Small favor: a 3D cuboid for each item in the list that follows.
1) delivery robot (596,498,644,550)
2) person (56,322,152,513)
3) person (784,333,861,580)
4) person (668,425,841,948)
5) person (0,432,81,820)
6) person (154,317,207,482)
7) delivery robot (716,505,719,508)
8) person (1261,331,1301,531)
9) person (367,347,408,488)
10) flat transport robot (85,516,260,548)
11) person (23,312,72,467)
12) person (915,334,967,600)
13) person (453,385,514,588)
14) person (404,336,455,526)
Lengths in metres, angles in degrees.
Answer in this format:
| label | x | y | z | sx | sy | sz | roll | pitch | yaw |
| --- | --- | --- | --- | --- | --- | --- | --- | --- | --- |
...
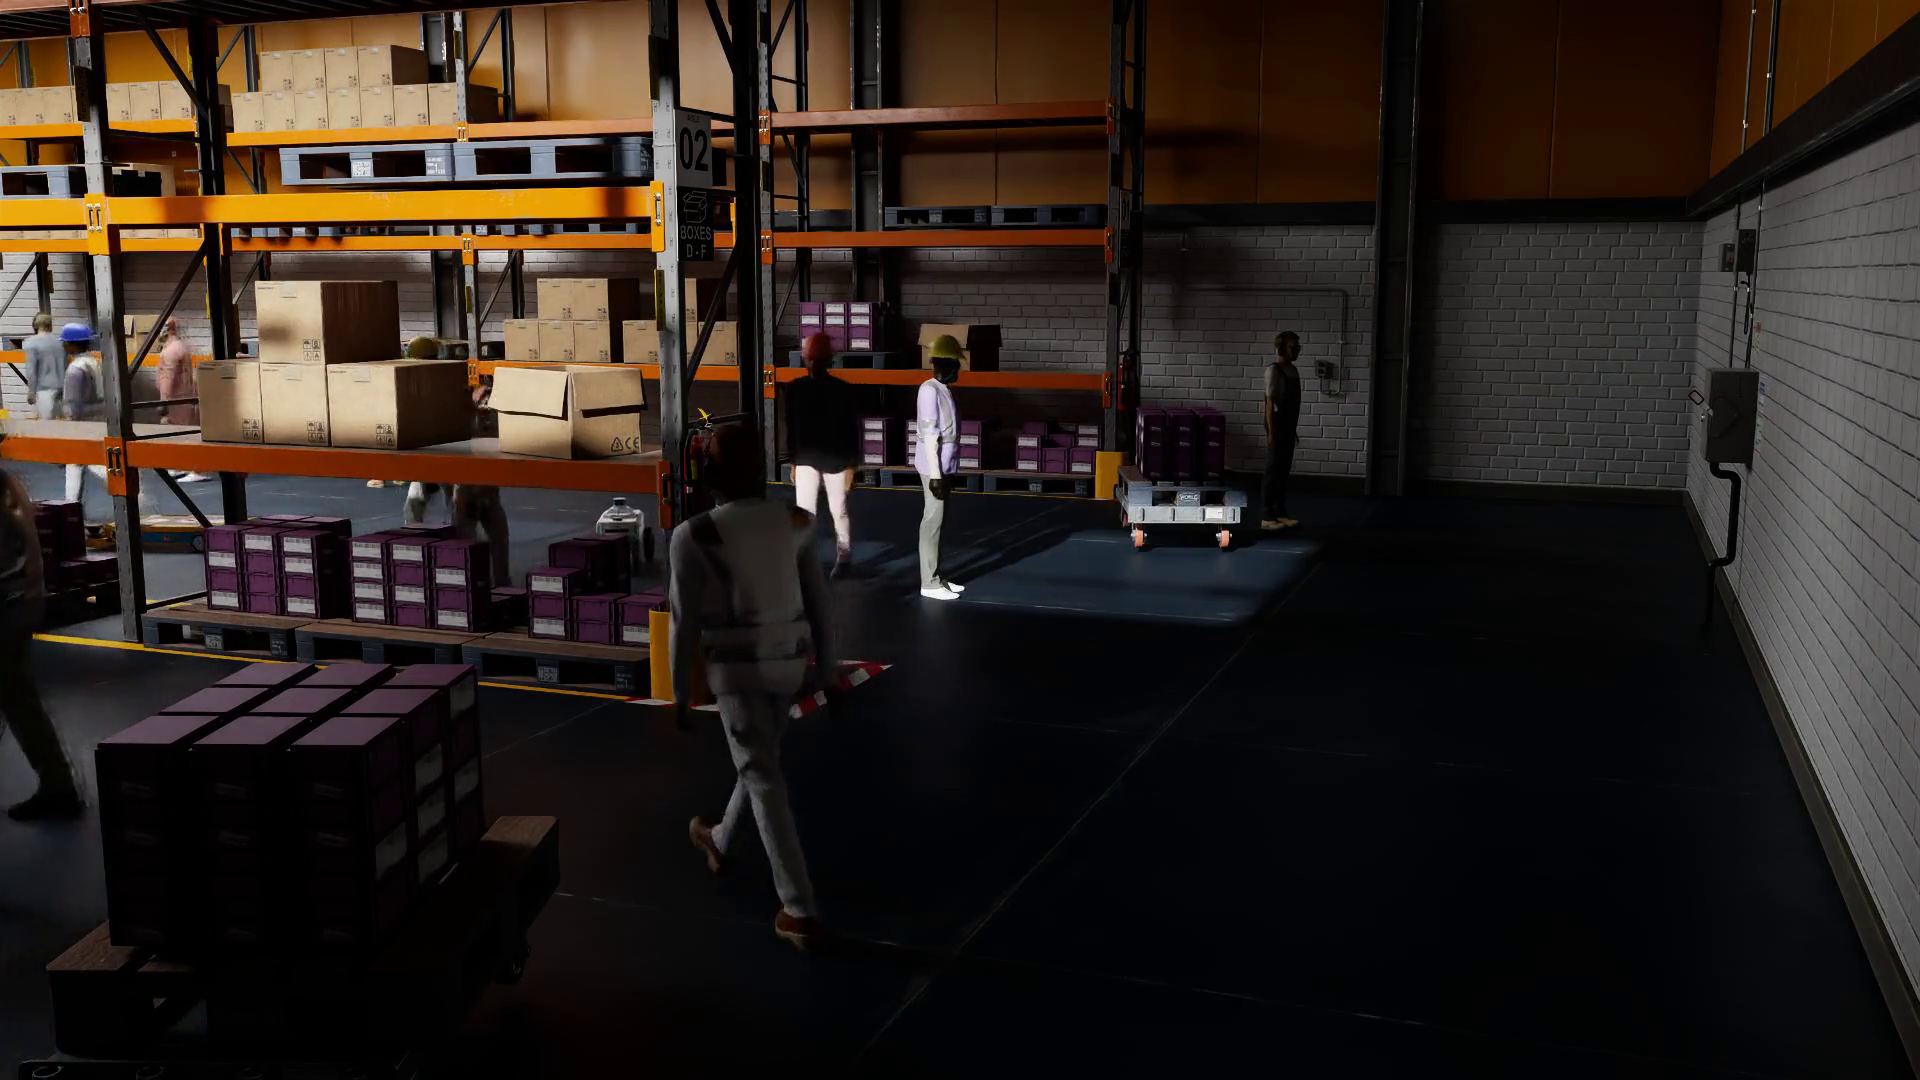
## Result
| label | x | y | z | sx | sy | sz | roll | pitch | yaw |
| --- | --- | --- | --- | --- | --- | --- | --- | --- | --- |
| delivery robot | -2.744 | -0.099 | 13.435 | 0.477 | 0.478 | 0.707 | -1 | 9 | -7 |
| person | -8.314 | -1.130 | 15.957 | 0.905 | 1.920 | 0.615 | -2 | 9 | -15 |
| person | -1.022 | -0.598 | 12.563 | 0.625 | 1.936 | 1.044 | 2 | 9 | 12 |
| person | -0.783 | 0.488 | 6.071 | 0.591 | 1.813 | 1.067 | -6 | 11 | -35 |
| person | -4.185 | 0.334 | 7.114 | 0.616 | 1.818 | 0.611 | -4 | 10 | -25 |
| person | -8.949 | -1.585 | 18.888 | 0.690 | 1.881 | 0.660 | -3 | 10 | -20 |
| delivery robot | -2.125 | -0.146 | 13.733 | 0.477 | 0.478 | 0.707 | -7 | 11 | -36 |
| person | 2.991 | -1.011 | 15.418 | 0.328 | 1.844 | 0.514 | 7 | 11 | 36 |
| person | -6.417 | -1.496 | 18.501 | 0.429 | 1.837 | 0.621 | 8 | 12 | 41 |
| flat transport robot | -6.759 | -0.074 | 14.458 | 1.431 | 0.197 | 0.652 | 0 | 9 | 3 |
| person | -11.082 | -1.835 | 20.416 | 0.661 | 1.910 | 0.650 | 3 | 9 | 17 |
| person | -0.137 | -0.537 | 12.179 | 0.372 | 1.929 | 0.584 | 1 | 9 | 9 |
| person | -3.405 | -0.277 | 11.544 | 0.719 | 1.611 | 0.510 | 4 | 10 | 23 |
| person | -4.061 | -0.591 | 12.631 | 0.862 | 1.887 | 0.599 | 3 | 10 | 18 |
